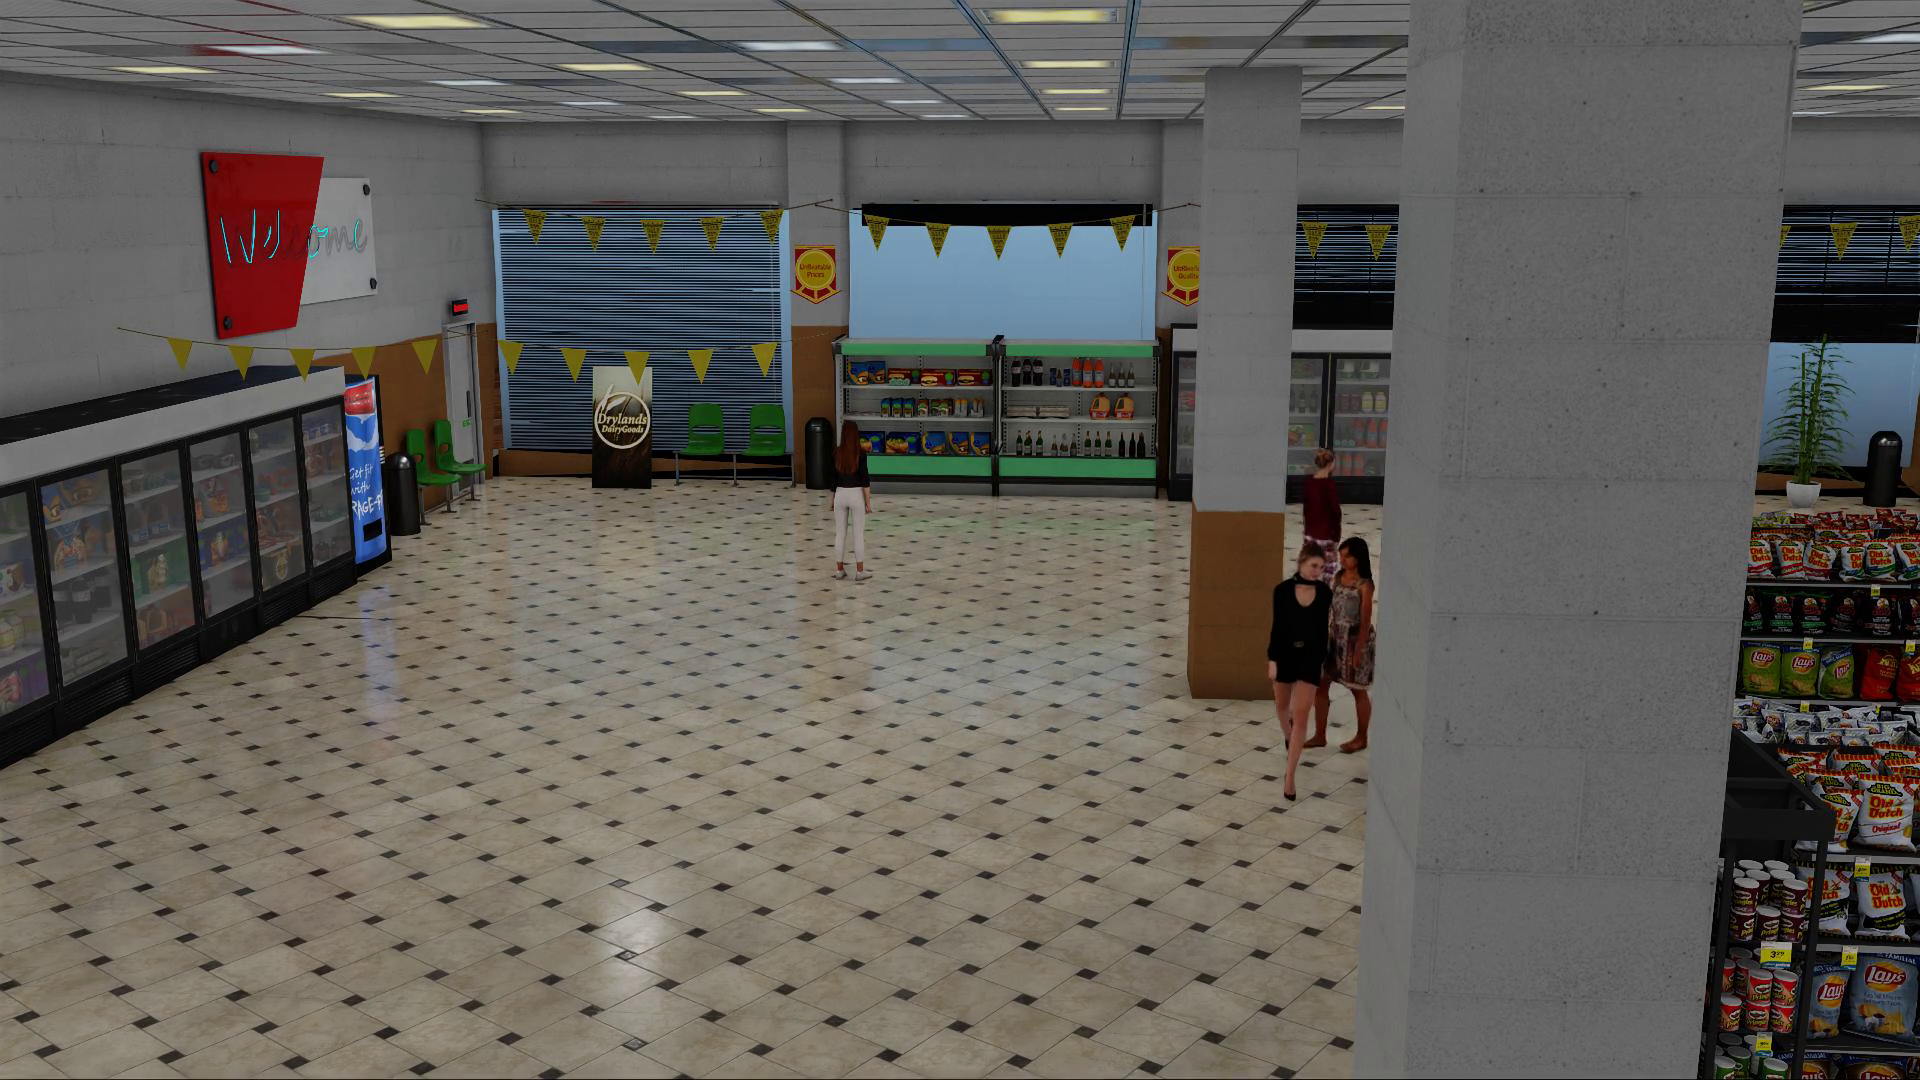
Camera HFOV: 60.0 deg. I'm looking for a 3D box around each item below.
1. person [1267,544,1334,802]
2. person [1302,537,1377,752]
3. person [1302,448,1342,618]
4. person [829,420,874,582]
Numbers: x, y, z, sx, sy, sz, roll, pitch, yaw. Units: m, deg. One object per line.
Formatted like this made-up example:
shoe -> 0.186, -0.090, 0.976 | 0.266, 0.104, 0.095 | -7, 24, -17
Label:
person -> 2.325, 0.869, 11.466 | 1.073, 1.725, 0.695 | 3, 12, 15
person -> 2.933, 0.768, 12.191 | 0.938, 1.625, 0.852 | -6, 13, -27
person -> 3.390, -0.038, 15.889 | 0.993, 1.678, 0.943 | -10, 16, -40
person -> -1.175, -0.427, 17.677 | 0.526, 1.703, 0.709 | 3, 12, 16
